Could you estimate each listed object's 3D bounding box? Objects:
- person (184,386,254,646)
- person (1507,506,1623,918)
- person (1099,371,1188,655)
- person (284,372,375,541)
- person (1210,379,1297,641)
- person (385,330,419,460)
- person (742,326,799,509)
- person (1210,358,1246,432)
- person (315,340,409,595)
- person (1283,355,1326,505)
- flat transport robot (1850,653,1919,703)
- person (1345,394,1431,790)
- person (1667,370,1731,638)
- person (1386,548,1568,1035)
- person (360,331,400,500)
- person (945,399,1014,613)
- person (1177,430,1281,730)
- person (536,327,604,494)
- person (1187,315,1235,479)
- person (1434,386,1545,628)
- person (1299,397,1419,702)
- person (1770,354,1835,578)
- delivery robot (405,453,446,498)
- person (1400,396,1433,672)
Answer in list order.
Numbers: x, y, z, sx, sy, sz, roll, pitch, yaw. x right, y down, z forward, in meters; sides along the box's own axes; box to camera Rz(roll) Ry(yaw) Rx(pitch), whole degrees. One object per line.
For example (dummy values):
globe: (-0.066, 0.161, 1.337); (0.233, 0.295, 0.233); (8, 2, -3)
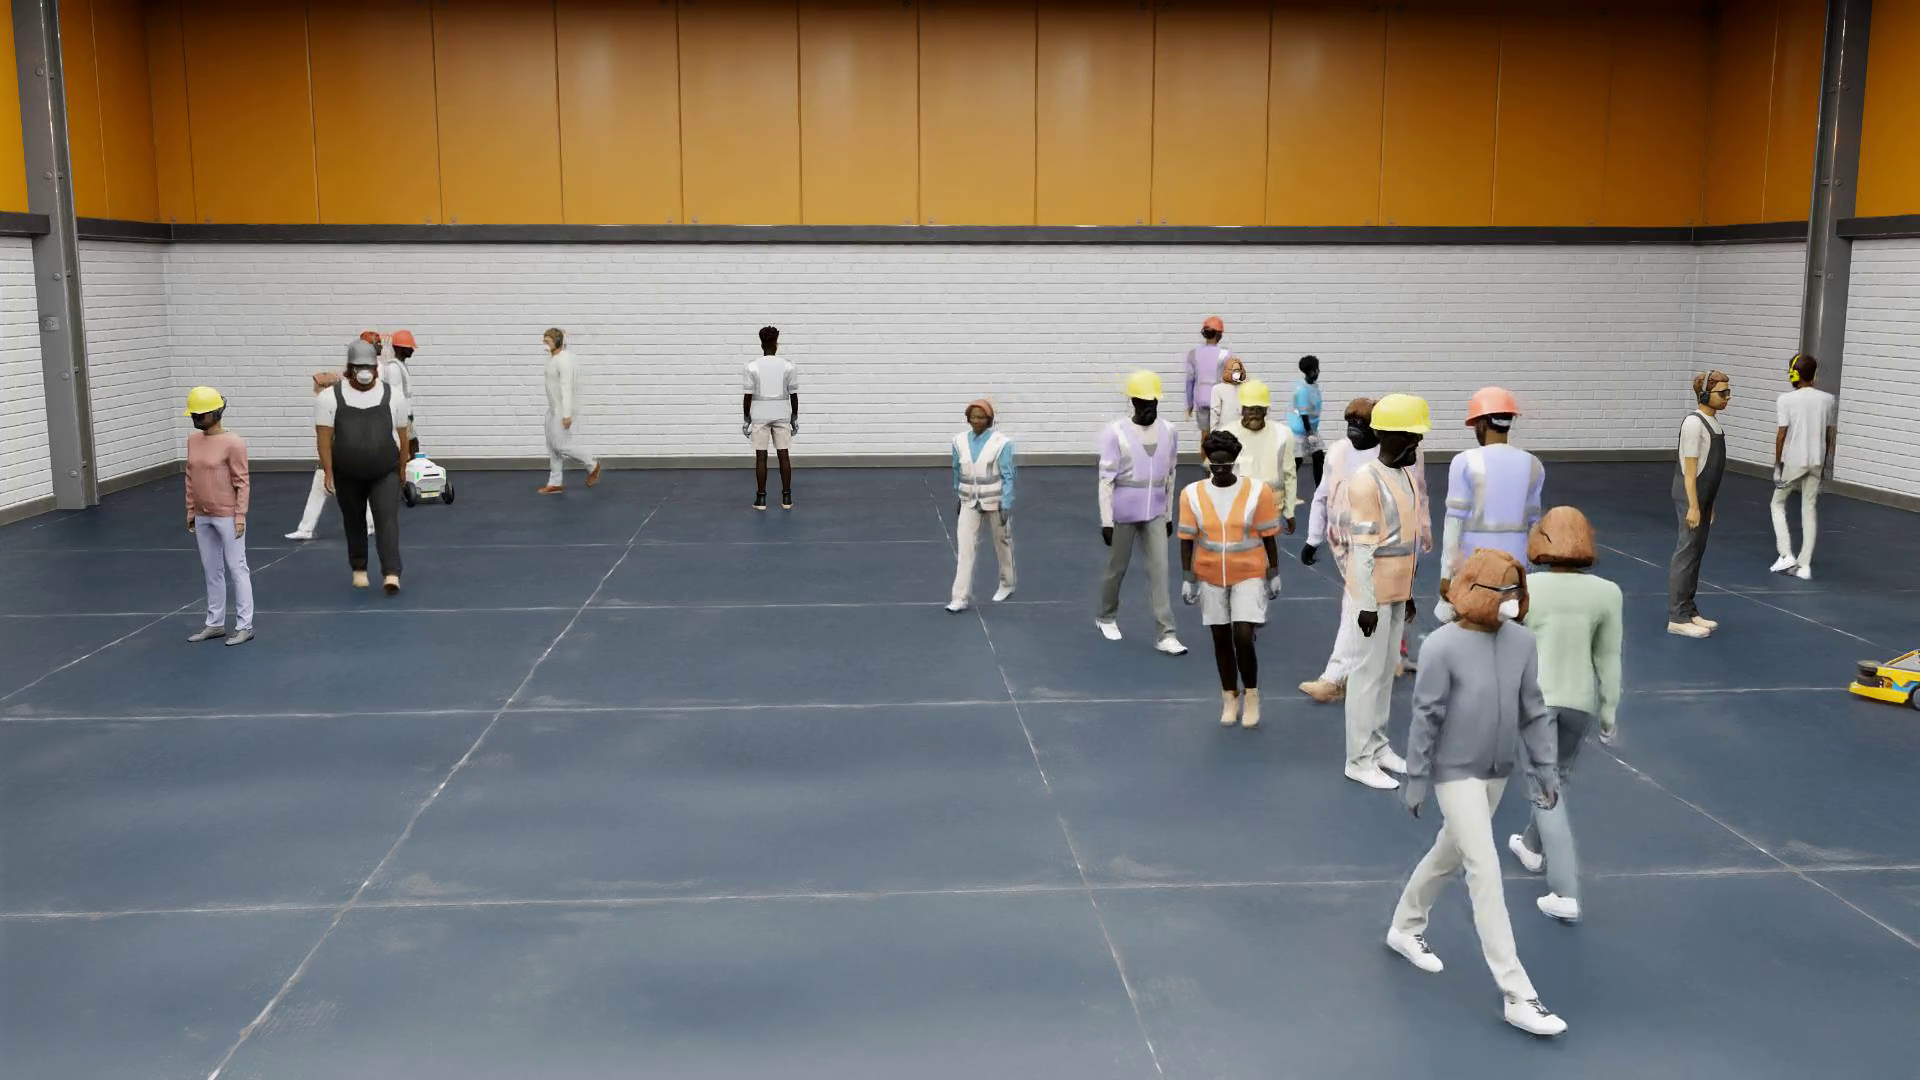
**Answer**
person: (-5.036, -0.160, 11.251); (0.524, 1.760, 0.328); (4, 10, 23)
person: (2.366, 0.654, 6.675); (0.503, 1.588, 0.847); (-1, 9, -7)
person: (1.196, -0.198, 11.136); (0.617, 1.875, 0.992); (-4, 10, -22)
person: (-5.929, -0.785, 15.697); (0.851, 1.594, 0.513); (-8, 12, -40)
person: (2.023, -0.239, 11.624); (0.593, 1.800, 0.764); (-1, 9, -4)
person: (-6.579, -1.497, 19.294); (0.992, 1.882, 0.637); (-2, 9, -11)
person: (-2.027, -1.305, 17.787); (0.618, 1.963, 0.361); (-3, 9, -16)
person: (2.870, -1.106, 17.573); (0.507, 1.632, 0.273); (-4, 10, -21)
person: (-4.684, -0.592, 13.074); (0.689, 2.000, 1.022); (-3, 10, -18)
person: (3.770, -1.163, 17.885); (0.648, 1.649, 0.590); (7, 11, 37)
flat transport robot: (5.970, 0.860, 9.497); (0.652, 0.197, 1.431); (-8, 12, -43)
person: (2.101, 0.244, 8.185); (0.371, 1.927, 0.588); (6, 11, 33)
person: (5.152, -0.257, 11.581); (0.351, 1.847, 0.507); (7, 11, 37)
person: (1.788, 0.806, 5.708); (0.519, 1.581, 0.877); (-5, 10, -30)
person: (-6.499, -1.361, 18.400); (0.575, 1.882, 0.359); (8, 12, 42)
person: (0.178, -0.269, 12.480); (0.525, 1.582, 0.910); (4, 10, 26)
person: (1.467, 0.219, 9.132); (0.555, 1.661, 0.453); (4, 10, 22)
person: (-4.516, -1.477, 19.041); (0.659, 1.921, 0.629); (-5, 10, -29)
person: (3.009, -1.681, 19.976); (0.625, 2.028, 0.751); (5, 11, 30)
person: (2.807, 0.140, 8.882); (0.570, 1.910, 0.441); (-2, 9, -10)
person: (2.391, 0.041, 9.915); (1.018, 1.790, 0.613); (-6, 11, -33)
person: (6.978, -0.610, 13.795); (0.534, 1.846, 0.496); (0, 9, 1)
delivery robot: (-5.901, -0.713, 18.194); (0.477, 0.478, 0.707); (-7, 11, -36)
person: (2.816, -0.039, 10.534); (0.539, 1.727, 0.724); (-9, 12, -43)
